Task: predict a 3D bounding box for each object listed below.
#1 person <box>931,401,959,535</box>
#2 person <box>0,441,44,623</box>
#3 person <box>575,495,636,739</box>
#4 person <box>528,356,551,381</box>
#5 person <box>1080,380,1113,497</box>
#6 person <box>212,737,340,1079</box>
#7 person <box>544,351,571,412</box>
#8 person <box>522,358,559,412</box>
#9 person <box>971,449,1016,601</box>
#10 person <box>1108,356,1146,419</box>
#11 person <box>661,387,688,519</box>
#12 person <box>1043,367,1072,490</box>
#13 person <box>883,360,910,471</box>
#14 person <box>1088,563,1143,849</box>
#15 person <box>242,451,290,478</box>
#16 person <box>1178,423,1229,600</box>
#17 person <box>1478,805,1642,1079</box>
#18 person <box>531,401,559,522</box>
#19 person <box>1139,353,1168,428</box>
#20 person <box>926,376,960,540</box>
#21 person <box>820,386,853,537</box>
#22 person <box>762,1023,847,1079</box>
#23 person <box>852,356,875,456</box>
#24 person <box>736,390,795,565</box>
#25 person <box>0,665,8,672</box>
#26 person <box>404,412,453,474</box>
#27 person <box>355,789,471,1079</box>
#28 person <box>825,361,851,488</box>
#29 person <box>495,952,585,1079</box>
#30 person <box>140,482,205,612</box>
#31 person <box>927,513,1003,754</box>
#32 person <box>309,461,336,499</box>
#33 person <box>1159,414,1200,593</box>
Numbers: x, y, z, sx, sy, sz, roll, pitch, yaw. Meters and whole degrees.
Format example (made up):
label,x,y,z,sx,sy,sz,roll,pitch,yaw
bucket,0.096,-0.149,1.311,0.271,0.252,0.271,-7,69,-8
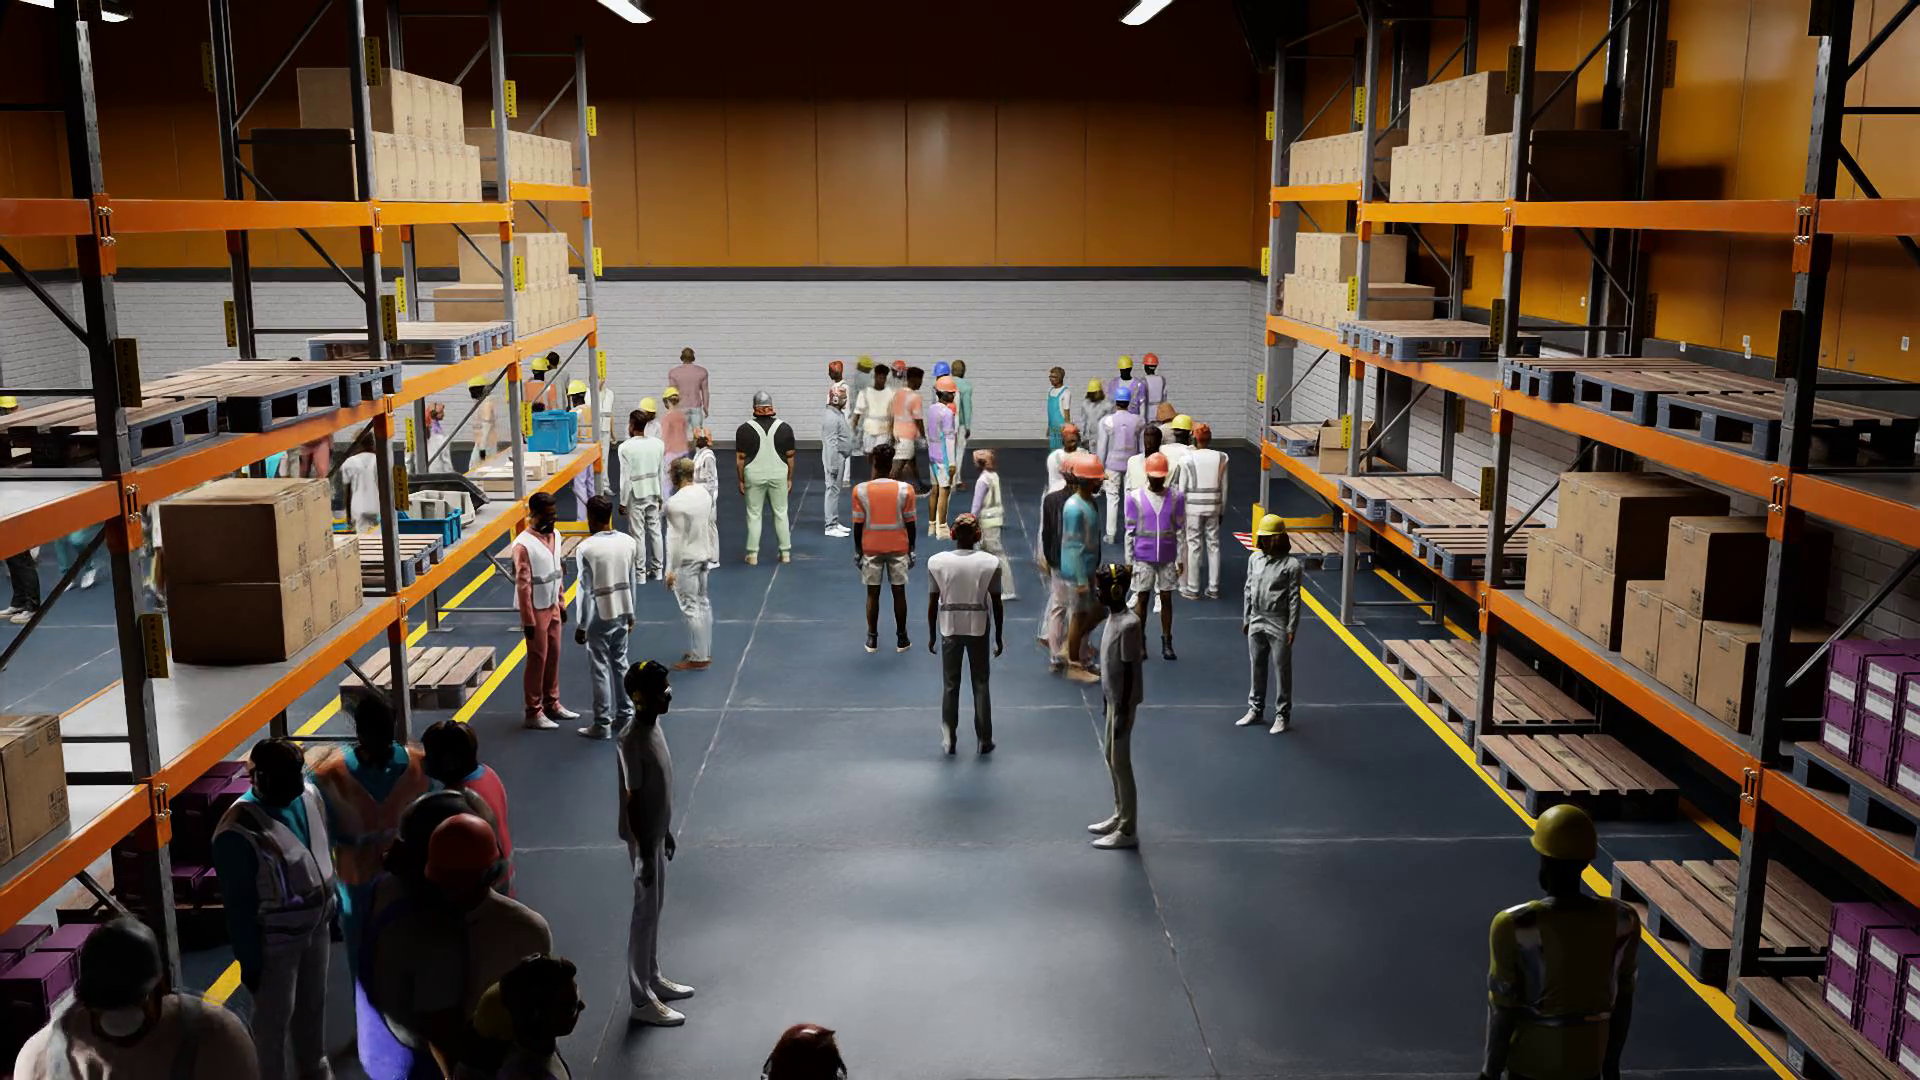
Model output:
label,x,y,z,sx,sy,sz,roll,pitch,yaw
person,-0.182,-0.894,20.872,0.355,1.742,0.574,-3,12,-16
person,-9.471,-0.167,16.588,0.624,1.990,0.388,9,15,39
person,-2.751,0.598,12.975,0.401,1.909,0.599,7,13,31
person,-6.667,-2.078,26.780,0.535,1.753,0.341,-1,11,-4
person,2.024,-1.493,24.009,0.501,1.697,0.749,8,14,34
person,-2.993,1.751,7.398,0.431,1.834,0.633,3,12,15
person,-6.436,-2.069,26.476,0.505,1.861,0.330,-6,13,-29
person,-6.177,-1.710,24.492,0.593,1.924,0.381,2,11,9
person,0.228,-0.153,17.505,0.835,1.596,0.525,3,12,13
person,2.478,-1.795,24.919,0.594,1.924,0.379,5,12,25
person,-3.848,-1.175,22.289,0.356,1.748,0.593,5,12,22
person,1.433,-1.611,24.241,0.342,1.839,0.501,-6,13,-27
person,-0.971,-1.955,26.175,0.333,1.744,0.559,-9,14,-38
person,1.012,1.064,10.776,0.338,1.856,0.525,-1,11,-6
person,-7.488,-0.377,18.024,0.567,1.840,0.375,3,12,13
person,2.553,-0.299,17.567,0.574,1.877,0.357,-2,12,-12
person,2.228,1.926,6.262,0.586,1.928,0.364,-2,11,-10
person,-5.456,-0.961,21.415,0.530,1.642,0.786,6,13,29
person,2.877,-1.865,25.242,0.543,1.939,0.359,-6,13,-26
person,-0.192,-1.029,20.787,0.394,2.041,0.612,-5,12,-24
person,-1.545,-0.992,20.968,0.402,1.902,0.639,0,11,-1
person,-0.432,2.264,4.806,0.568,1.829,0.954,1,11,4
person,-1.620,-2.230,27.696,0.415,1.697,0.575,-3,12,-16
person,-2.273,-0.746,19.372,0.685,2.000,0.535,-3,12,-15
person,-8.755,0.288,14.716,0.502,1.837,0.349,7,13,30
person,-6.444,-0.763,20.313,0.578,1.711,0.729,2,11,8
person,-1.937,1.887,6.168,0.537,2.000,0.704,-8,14,-36
person,-1.793,-1.715,24.622,0.354,1.886,0.573,-4,12,-19
person,-1.291,2.171,5.239,0.346,1.846,0.507,-4,12,-21
person,-8.164,-0.256,17.261,0.664,1.918,0.811,-7,14,-33
person,0.040,0.715,12.539,0.570,1.843,0.372,1,11,3
person,-9.081,-1.413,23.500,0.454,1.723,0.496,-2,11,-11
person,2.368,-0.390,17.911,0.415,1.913,0.625,-9,15,-39
